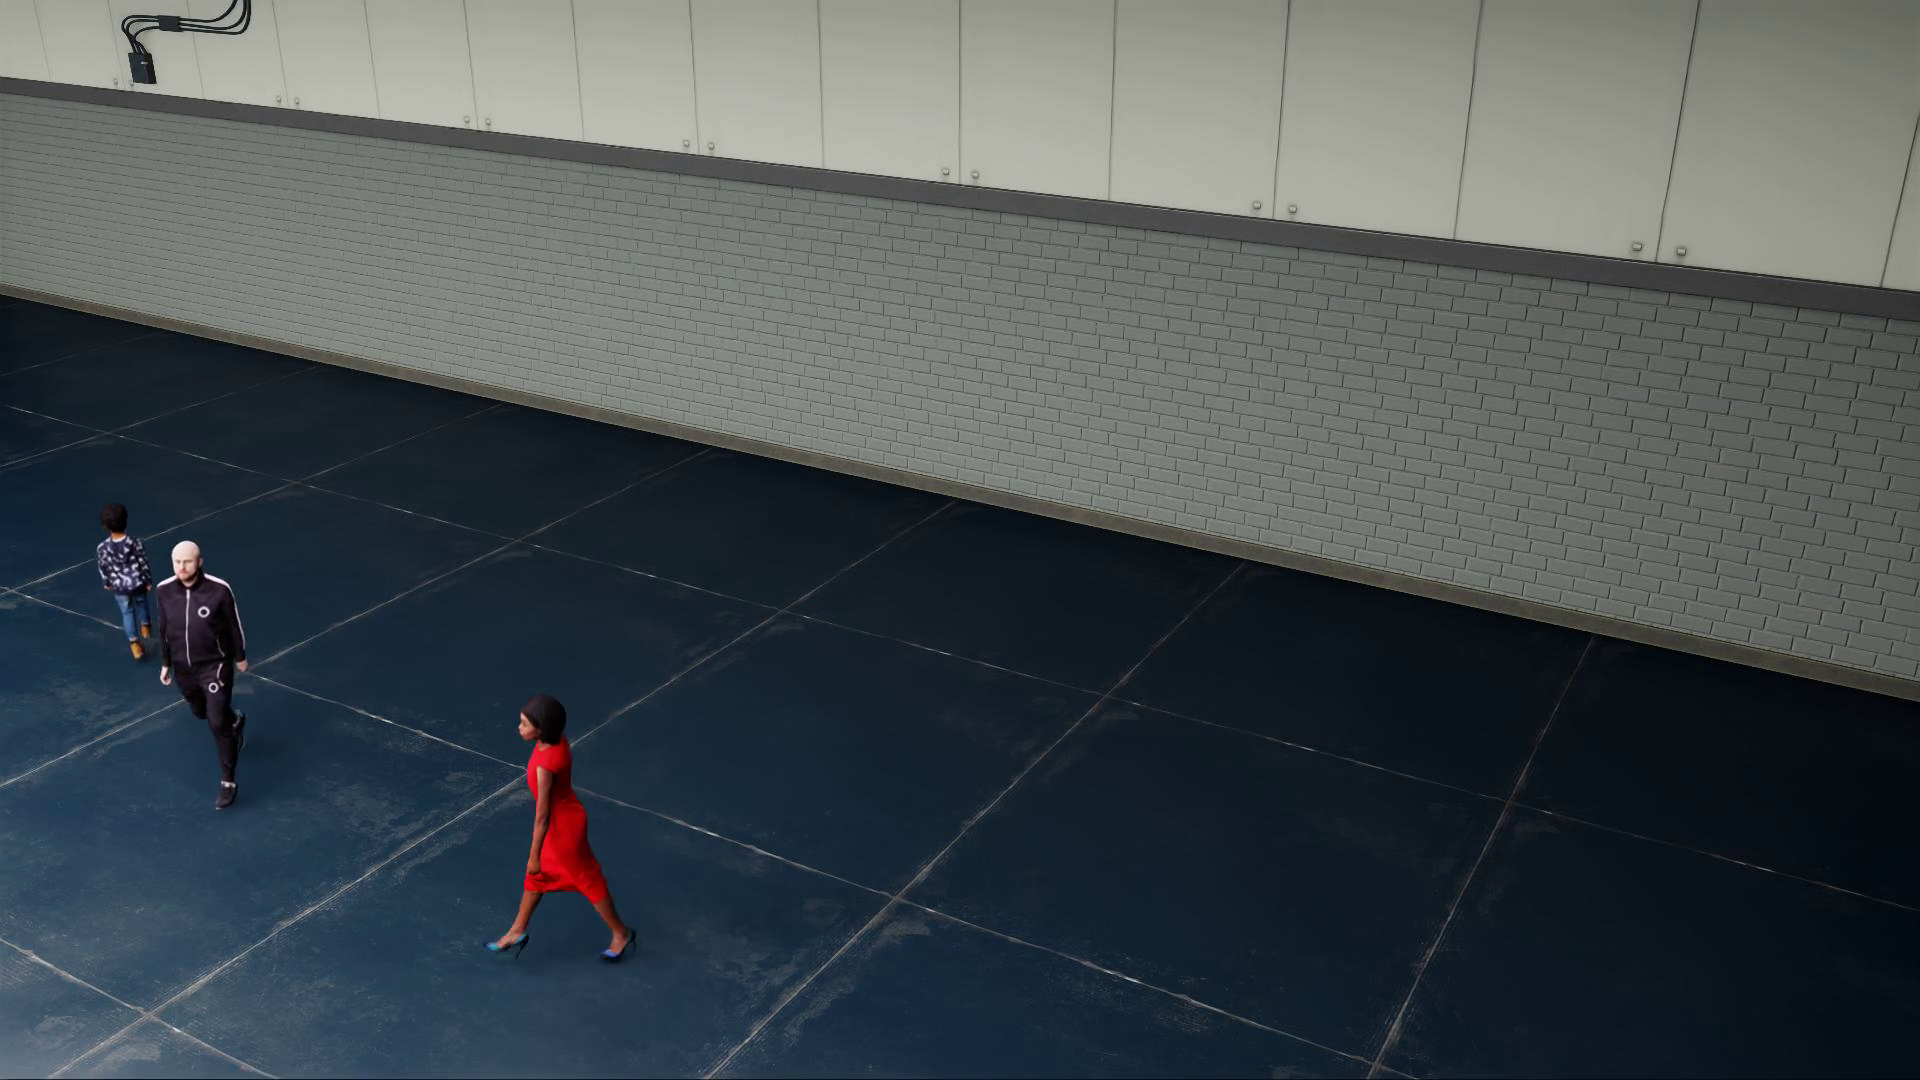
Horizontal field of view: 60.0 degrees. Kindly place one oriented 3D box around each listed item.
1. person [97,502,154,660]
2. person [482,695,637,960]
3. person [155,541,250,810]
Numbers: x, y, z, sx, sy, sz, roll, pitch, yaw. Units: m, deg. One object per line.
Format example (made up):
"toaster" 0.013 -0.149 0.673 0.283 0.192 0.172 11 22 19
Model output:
"person" -6.516 0.339 12.999 0.853 1.221 0.847 -10 25 -23
"person" -2.119 1.652 9.298 1.102 1.702 1.056 -5 24 -12
"person" -5.016 0.821 11.123 1.048 1.803 1.272 0 23 0
